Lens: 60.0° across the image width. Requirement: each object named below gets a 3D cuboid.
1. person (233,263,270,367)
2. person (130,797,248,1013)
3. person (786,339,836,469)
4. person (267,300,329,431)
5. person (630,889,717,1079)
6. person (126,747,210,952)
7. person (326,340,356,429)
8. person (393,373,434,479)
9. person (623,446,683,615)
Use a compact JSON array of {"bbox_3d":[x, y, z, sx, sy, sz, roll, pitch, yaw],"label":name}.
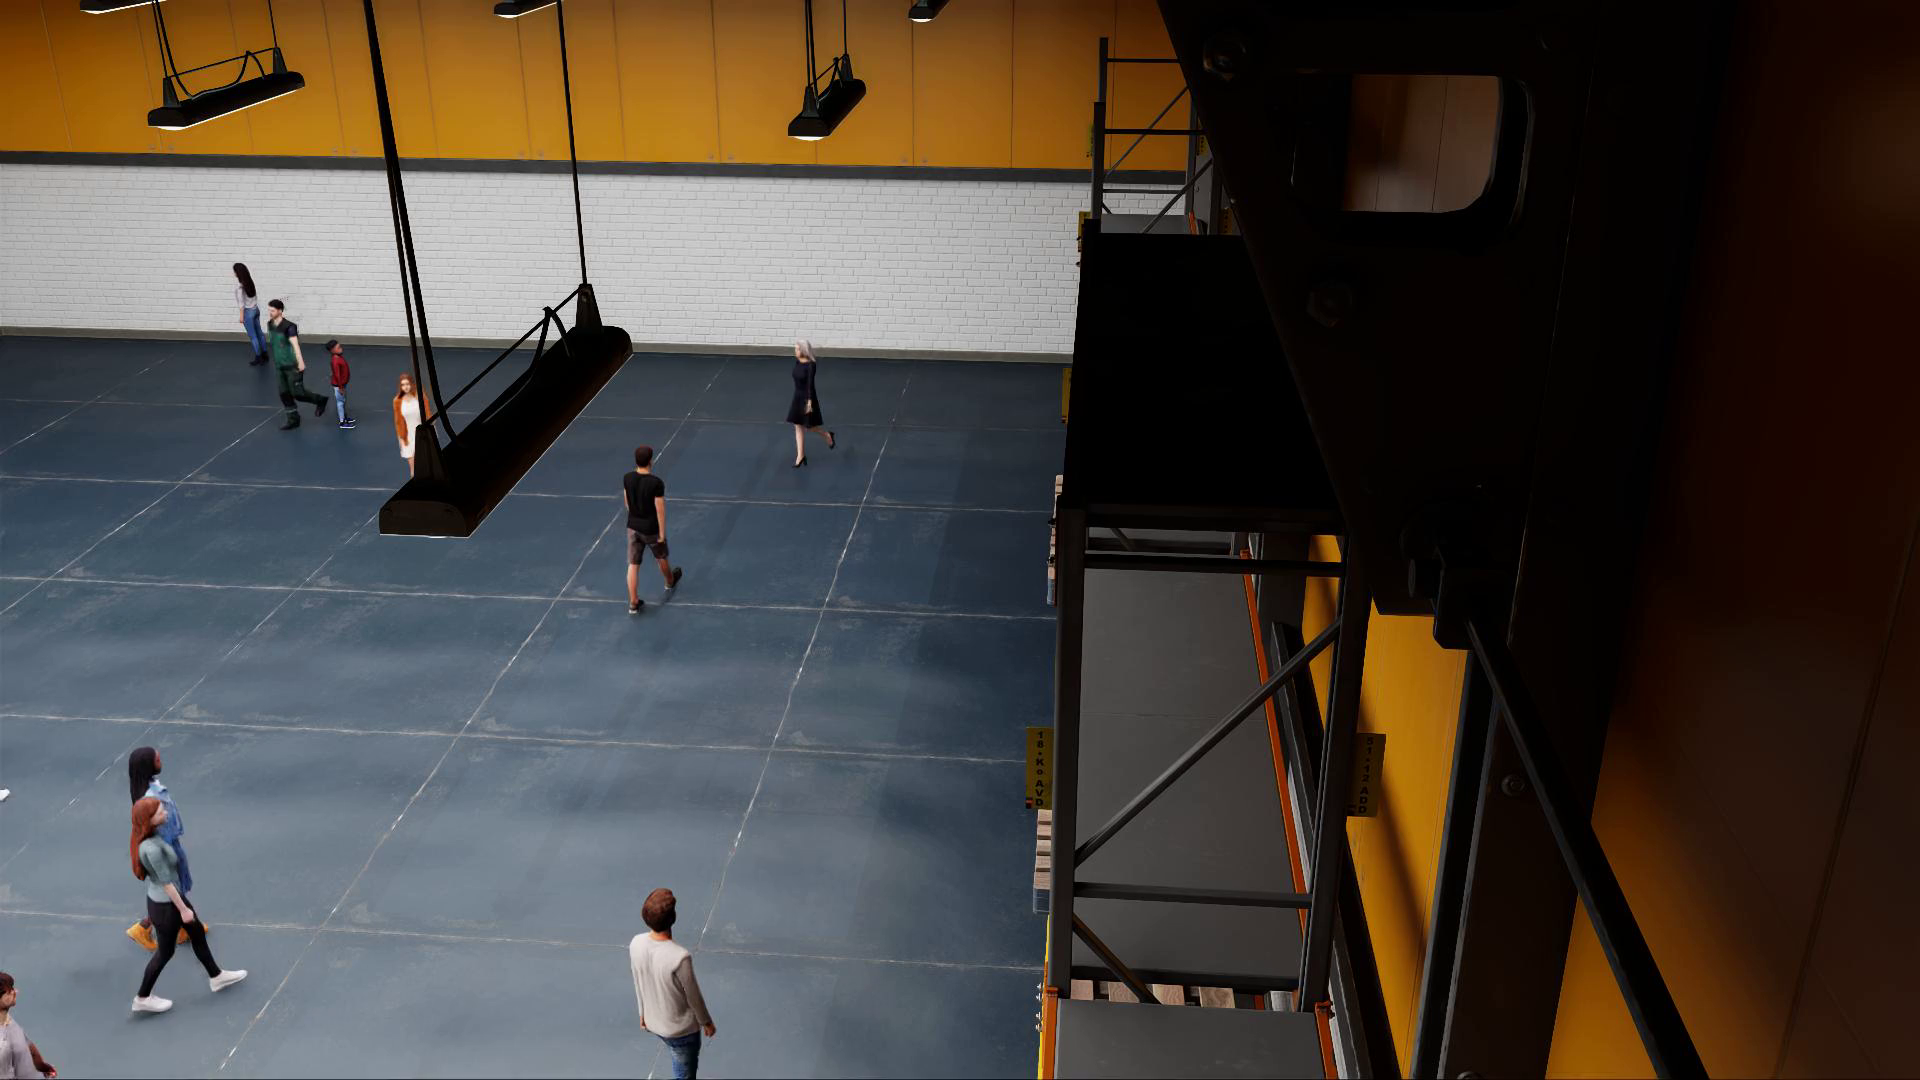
[{"bbox_3d":[-11.139,-3.560,26.112,0.666,1.631,0.447,3,24,6],"label":"person"},{"bbox_3d":[-5.707,2.632,11.841,1.012,1.717,1.039,-12,26,-26],"label":"person"},{"bbox_3d":[-1.980,-1.814,21.994,1.028,1.731,0.969,-18,29,-35],"label":"person"},{"bbox_3d":[-9.345,-2.485,23.350,0.949,1.874,1.110,15,28,31],"label":"person"},{"bbox_3d":[-1.848,3.103,10.560,1.009,1.880,1.181,16,28,32],"label":"person"},{"bbox_3d":[-6.093,2.352,12.506,0.927,1.698,0.868,-17,29,-34],"label":"person"},{"bbox_3d":[-8.780,-2.222,23.520,0.629,1.255,0.520,-7,25,-16],"label":"person"},{"bbox_3d":[-6.820,-1.301,20.851,0.811,1.707,0.995,-7,24,-15],"label":"person"},{"bbox_3d":[-3.456,-0.081,17.937,0.811,1.804,1.235,6,24,13],"label":"person"}]
